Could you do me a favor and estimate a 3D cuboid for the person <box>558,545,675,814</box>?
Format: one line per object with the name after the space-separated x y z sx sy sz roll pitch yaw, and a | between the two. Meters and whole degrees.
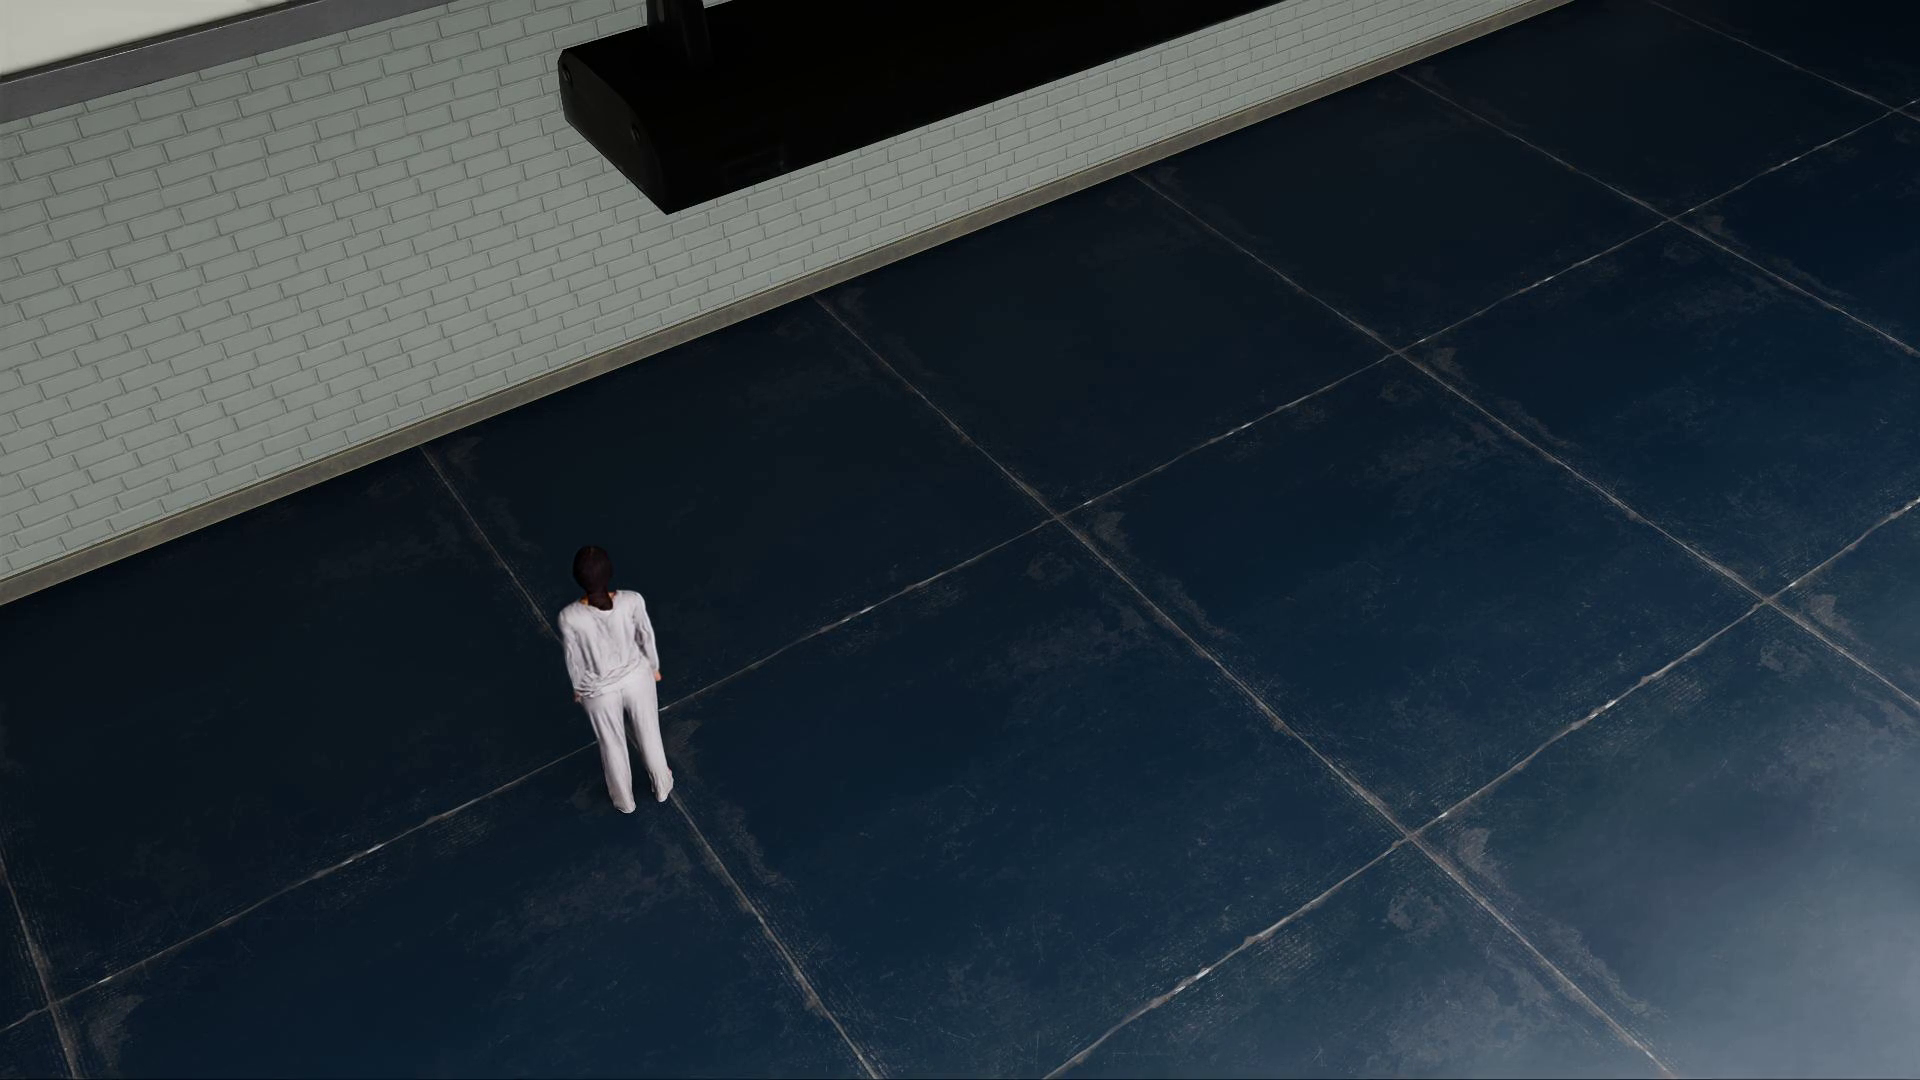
-1.690 0.702 8.189 0.644 1.774 0.611 -15 45 -15 | person
